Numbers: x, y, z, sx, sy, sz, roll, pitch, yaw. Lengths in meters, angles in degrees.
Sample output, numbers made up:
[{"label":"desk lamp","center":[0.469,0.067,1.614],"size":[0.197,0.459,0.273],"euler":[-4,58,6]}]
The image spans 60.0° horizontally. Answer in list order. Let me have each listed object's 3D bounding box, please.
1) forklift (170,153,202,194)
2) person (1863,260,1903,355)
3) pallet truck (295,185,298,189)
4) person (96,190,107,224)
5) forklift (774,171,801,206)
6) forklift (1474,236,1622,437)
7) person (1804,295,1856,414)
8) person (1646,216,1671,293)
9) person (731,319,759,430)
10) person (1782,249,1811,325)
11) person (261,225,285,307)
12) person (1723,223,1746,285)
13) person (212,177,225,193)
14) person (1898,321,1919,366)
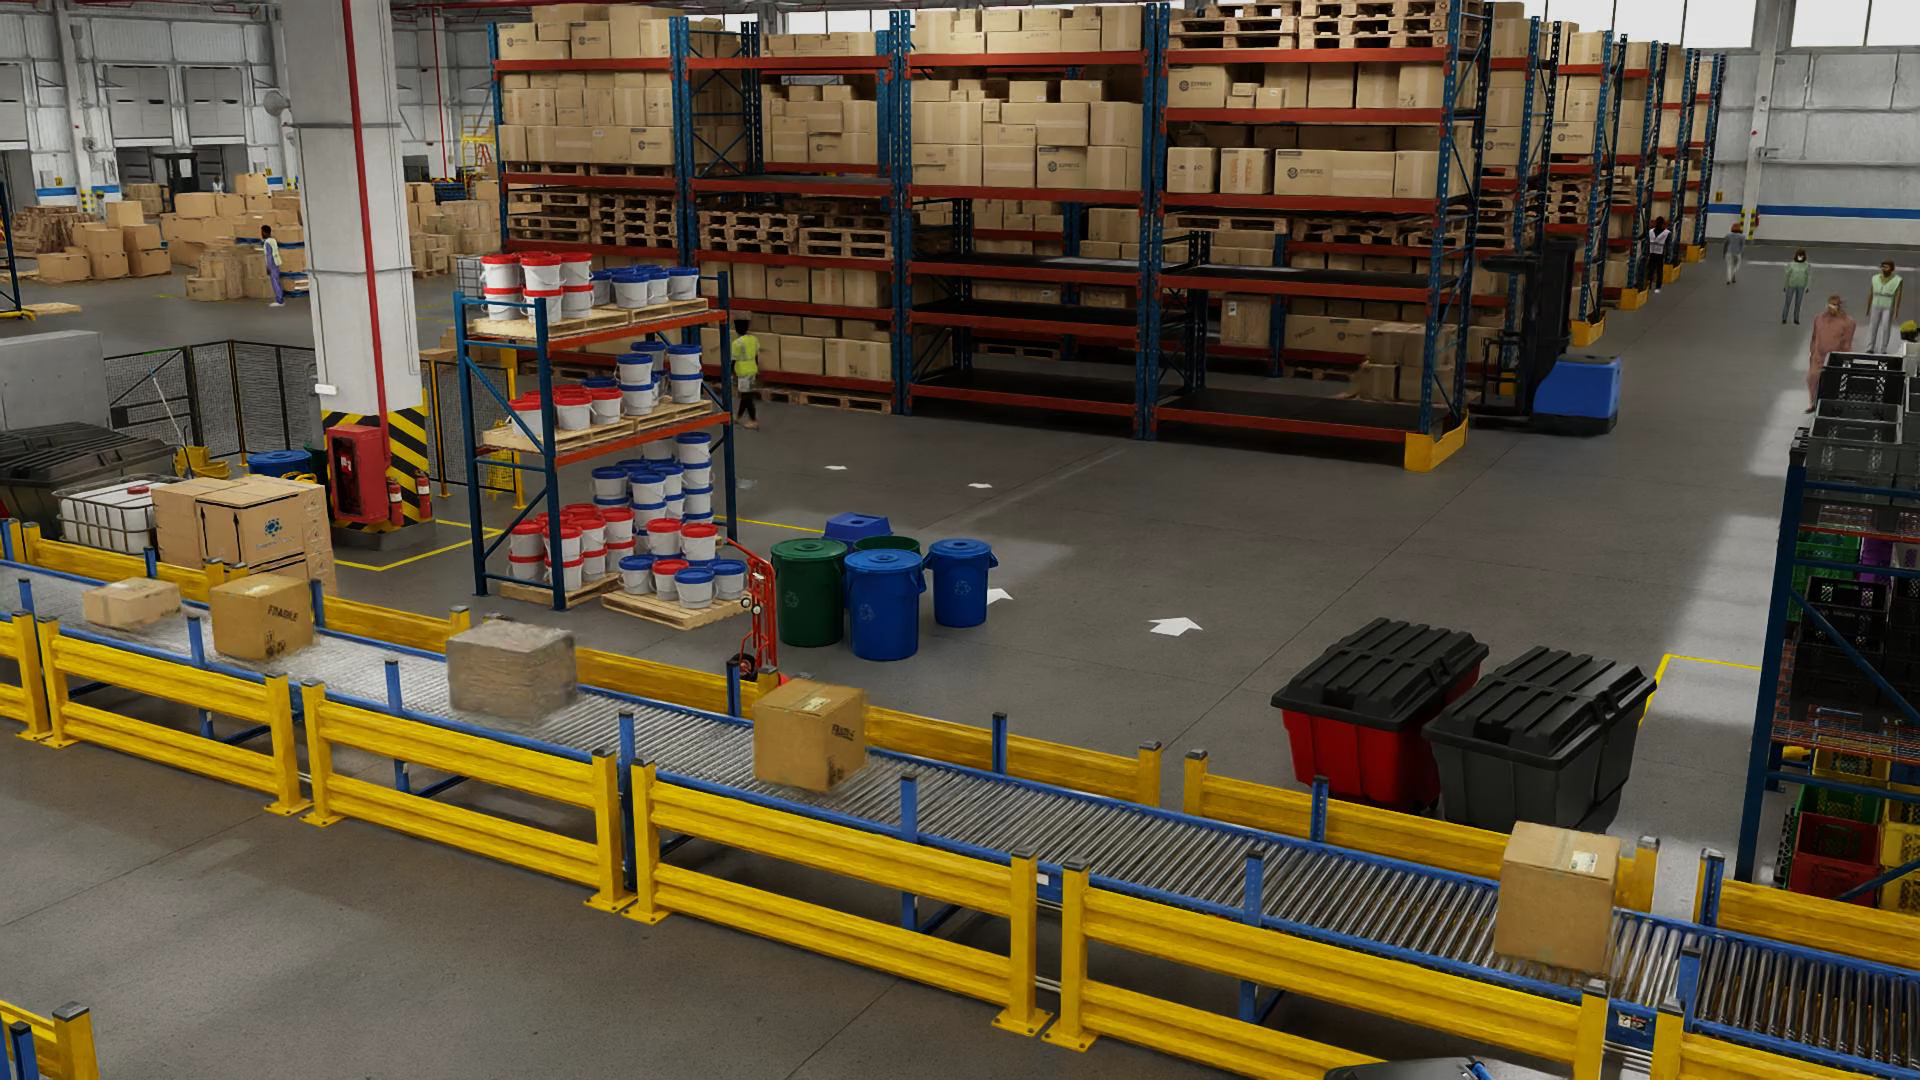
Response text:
[{"label":"forklift","center":[-28.889,-13.072,62.240],"size":[1.873,2.768,1.129],"euler":[8,17,28]},{"label":"person","center":[17.599,-4.418,31.696],"size":[0.373,1.840,0.570],"euler":[-11,19,-36]},{"label":"pallet truck","center":[-26.804,-14.617,69.738],"size":[1.885,1.965,0.823],"euler":[-14,20,-42]},{"label":"person","center":[-29.953,-11.349,58.038],"size":[0.921,1.692,0.499],"euler":[-1,15,-2]},{"label":"forklift","center":[-5.539,-10.782,53.632],"size":[1.129,2.768,1.873],"euler":[8,17,27]},{"label":"forklift","center":[8.774,-3.043,24.540],"size":[1.873,2.768,1.129],"euler":[8,17,28]},{"label":"person","center":[13.373,-2.824,25.623],"size":[0.436,1.892,0.646],"euler":[-12,19,-37]},{"label":"person","center":[17.650,-7.222,42.092],"size":[0.398,1.920,0.588],"euler":[-12,19,-37]},{"label":"person","center":[-3.273,-2.490,24.760],"size":[0.707,1.664,0.551],"euler":[8,17,29]},{"label":"person","center":[18.197,-5.506,36.185],"size":[0.507,1.631,0.276],"euler":[4,15,13]},{"label":"person","center":[-16.259,-6.486,39.349],"size":[0.396,1.910,0.589],"euler":[-3,15,-12]},{"label":"person","center":[20.437,-7.558,43.943],"size":[0.520,1.600,0.755],"euler":[8,17,27]},{"label":"person","center":[-31.194,-14.475,69.984],"size":[0.536,1.593,0.856],"euler":[-7,16,-24]},{"label":"person","center":[13.507,-2.285,23.889],"size":[0.540,1.717,0.900],"euler":[-11,18,-35]}]
